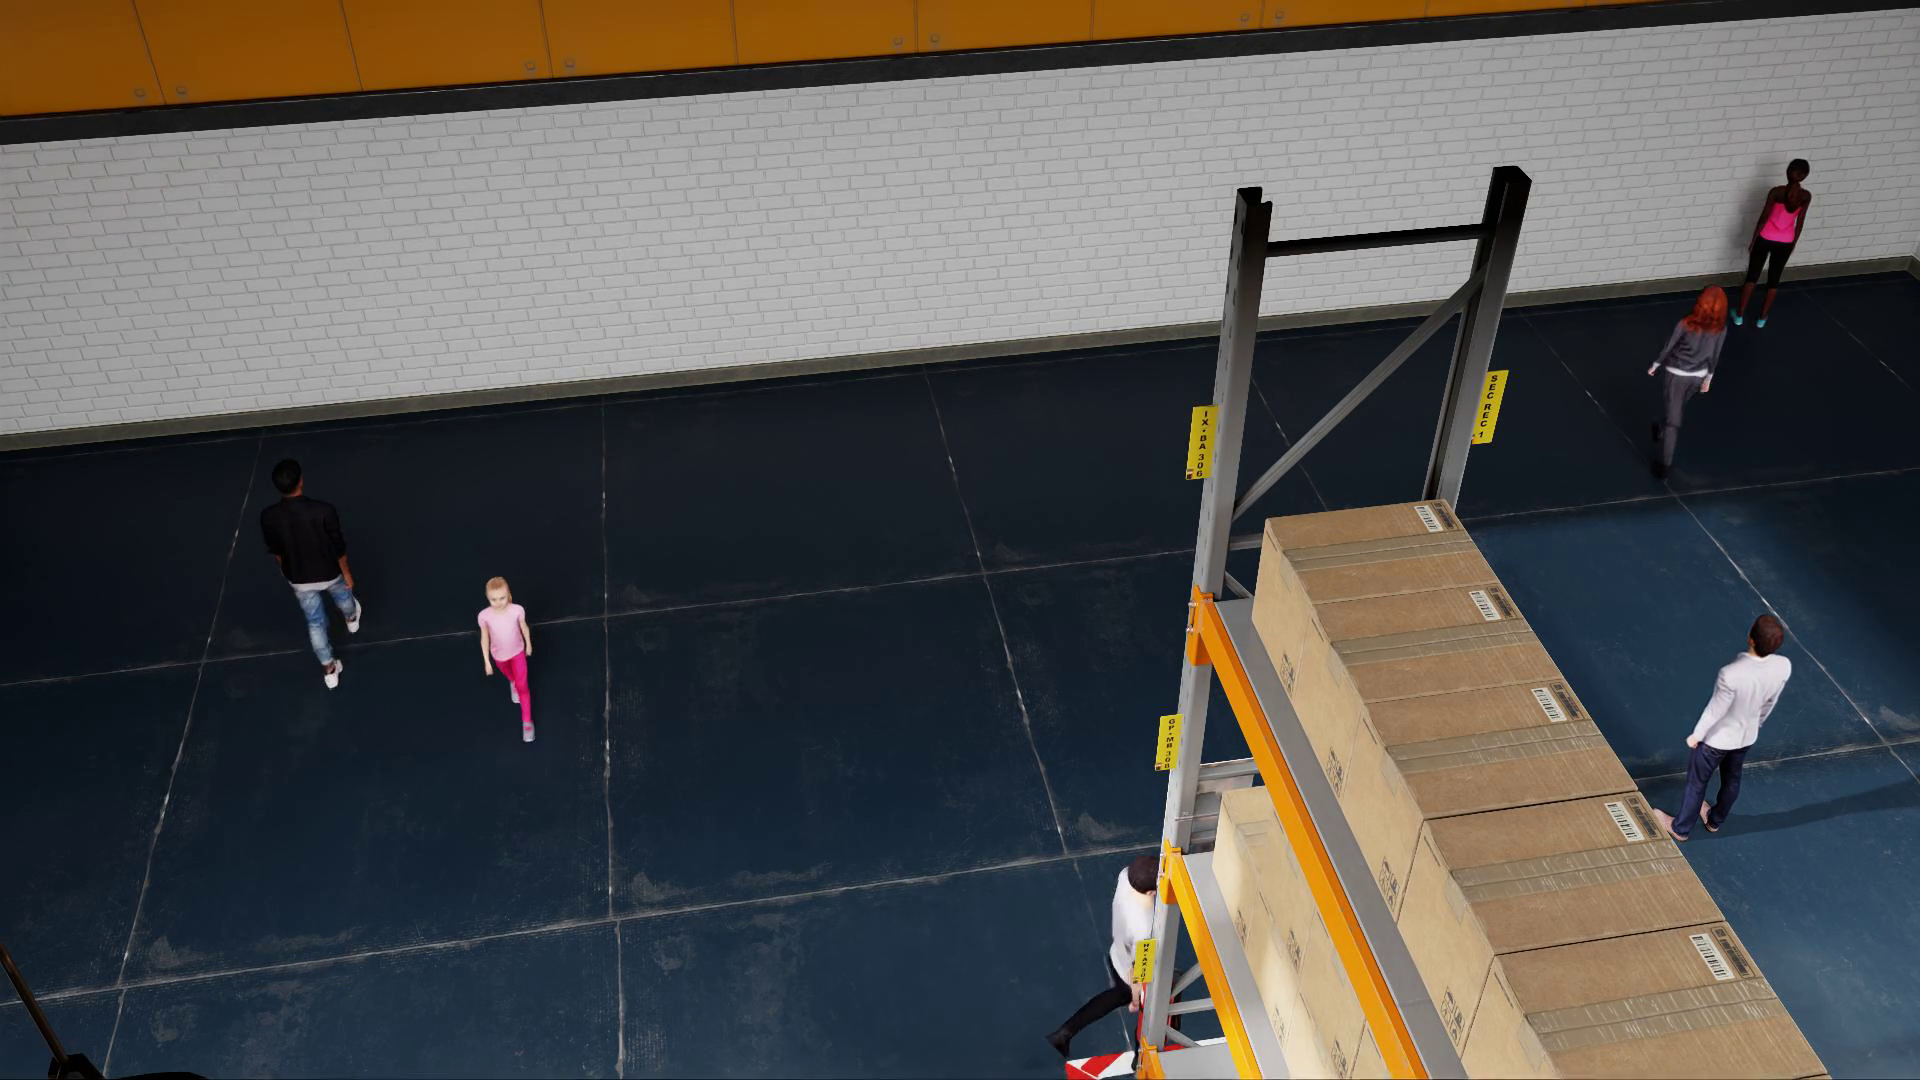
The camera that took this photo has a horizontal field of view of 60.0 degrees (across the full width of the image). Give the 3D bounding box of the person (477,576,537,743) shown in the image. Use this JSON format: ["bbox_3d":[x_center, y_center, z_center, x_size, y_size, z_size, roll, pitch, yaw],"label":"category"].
[{"bbox_3d":[-3.210,0.747,11.769,0.526,1.243,0.910,-9,40,-11],"label":"person"}]

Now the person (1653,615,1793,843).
[{"bbox_3d":[4.942,1.218,10.690,0.695,1.853,0.603,-10,40,-12],"label":"person"}]

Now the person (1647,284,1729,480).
[{"bbox_3d":[6.078,-1.284,13.907,0.706,1.749,1.003,-1,39,-2],"label":"person"}]

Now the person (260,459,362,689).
[{"bbox_3d":[-4.653,0.274,11.941,0.700,1.767,1.111,-6,39,-8],"label":"person"}]

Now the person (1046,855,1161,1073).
[{"bbox_3d":[0.891,2.380,9.249,0.731,1.836,0.950,-6,39,-8],"label":"person"}]

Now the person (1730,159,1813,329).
[{"bbox_3d":[7.769,-2.829,15.862,0.649,1.723,0.673,10,40,12],"label":"person"}]
